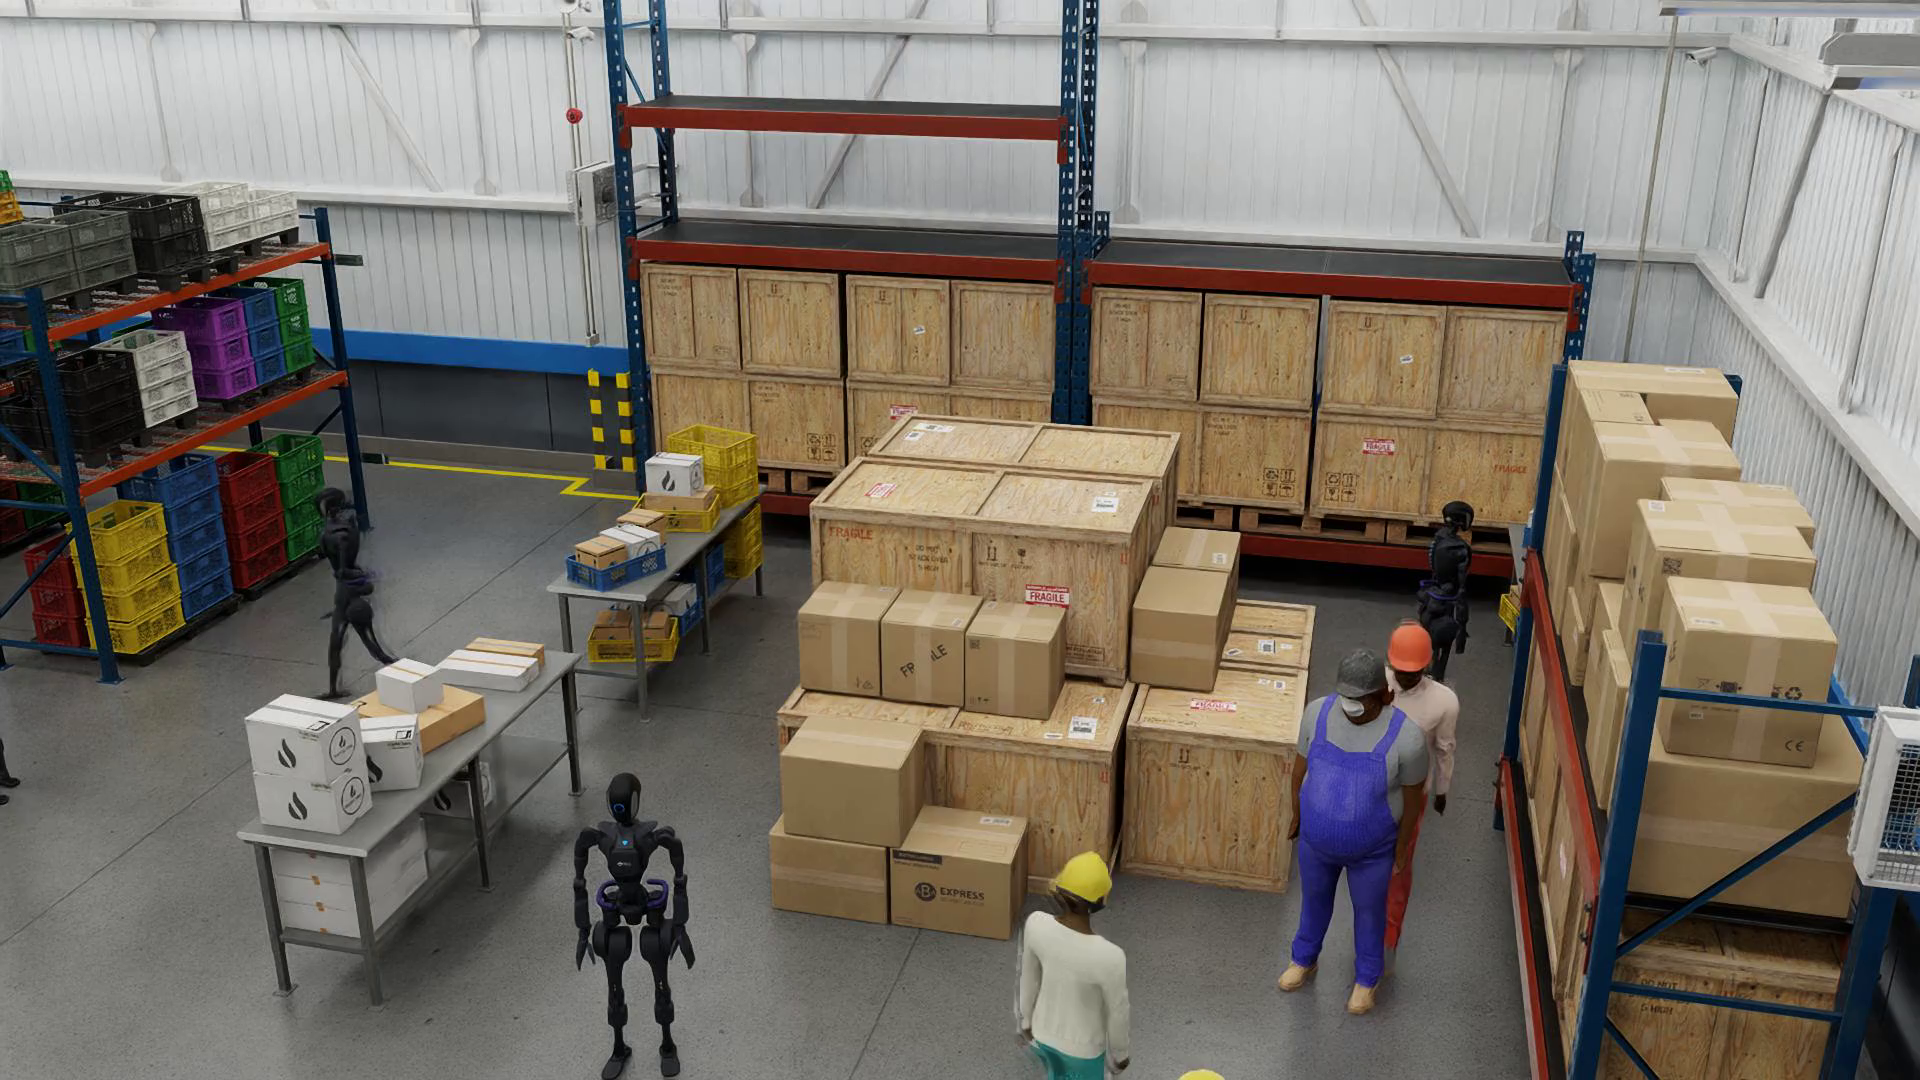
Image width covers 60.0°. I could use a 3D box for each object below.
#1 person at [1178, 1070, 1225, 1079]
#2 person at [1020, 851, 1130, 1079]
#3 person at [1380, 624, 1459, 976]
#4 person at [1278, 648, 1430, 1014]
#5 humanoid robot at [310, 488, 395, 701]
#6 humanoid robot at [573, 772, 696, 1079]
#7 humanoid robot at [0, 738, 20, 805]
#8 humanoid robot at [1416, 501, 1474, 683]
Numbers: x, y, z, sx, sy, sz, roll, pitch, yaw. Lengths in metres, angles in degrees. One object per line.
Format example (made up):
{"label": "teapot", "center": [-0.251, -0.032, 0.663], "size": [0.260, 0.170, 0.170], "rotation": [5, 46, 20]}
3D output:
{"label": "person", "center": [0.804, 2.649, 5.794], "size": [0.593, 1.925, 0.366], "rotation": [-16, 26, -36]}
{"label": "person", "center": [0.500, 2.162, 7.302], "size": [0.527, 1.756, 0.386], "rotation": [18, 27, 39]}
{"label": "person", "center": [2.419, 1.321, 9.238], "size": [0.587, 1.942, 0.976], "rotation": [8, 22, 21]}
{"label": "person", "center": [2.008, 1.503, 8.635], "size": [0.687, 2.000, 0.540], "rotation": [13, 24, 30]}
{"label": "humanoid robot", "center": [-4.399, 0.408, 12.088], "size": [0.749, 1.652, 0.593], "rotation": [-15, 26, -35]}
{"label": "humanoid robot", "center": [-1.591, 1.891, 8.107], "size": [0.587, 1.657, 0.329], "rotation": [-2, 21, -4]}
{"label": "humanoid robot", "center": [-6.401, 0.913, 10.664], "size": [0.331, 1.657, 0.585], "rotation": [-3, 21, -8]}
{"label": "humanoid robot", "center": [3.421, 0.499, 11.768], "size": [0.327, 1.655, 0.582], "rotation": [-2, 21, -5]}
